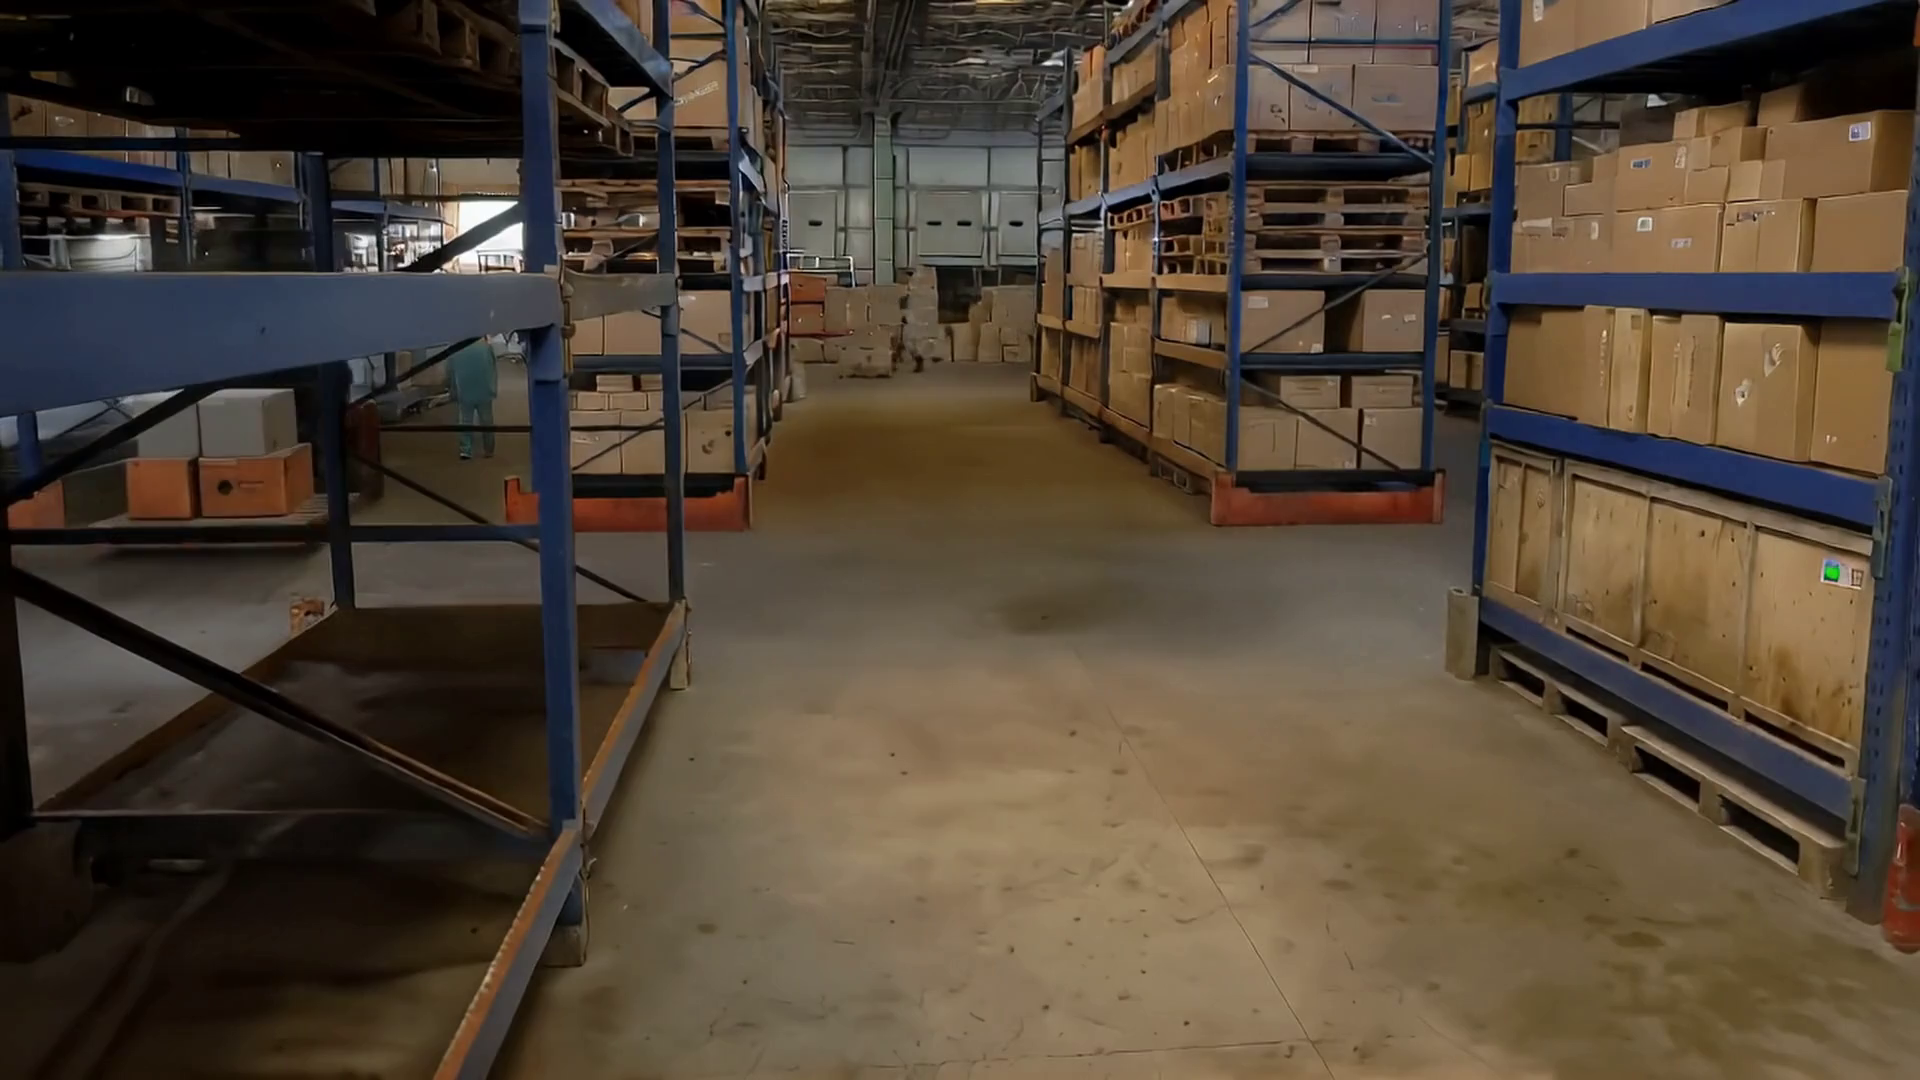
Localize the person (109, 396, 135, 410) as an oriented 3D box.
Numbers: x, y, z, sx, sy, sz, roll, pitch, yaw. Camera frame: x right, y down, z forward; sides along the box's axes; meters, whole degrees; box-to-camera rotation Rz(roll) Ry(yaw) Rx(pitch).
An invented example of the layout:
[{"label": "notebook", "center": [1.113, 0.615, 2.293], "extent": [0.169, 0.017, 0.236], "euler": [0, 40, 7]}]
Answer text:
[{"label": "person", "center": [-14.973, -3.335, 29.701], "extent": [0.538, 2.000, 0.683], "euler": [4, 10, 25]}]

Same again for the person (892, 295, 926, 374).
[{"label": "person", "center": [-1.287, -5.018, 40.651], "extent": [0.970, 1.929, 0.608], "euler": [5, 10, 28]}]

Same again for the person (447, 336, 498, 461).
[{"label": "person", "center": [-6.339, -1.984, 21.637], "extent": [0.643, 1.909, 0.410], "euler": [-5, 10, -30]}]

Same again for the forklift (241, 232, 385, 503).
[{"label": "forklift", "center": [-6.669, -1.710, 16.868], "extent": [1.129, 2.768, 1.873], "euler": [-1, 9, -4]}]

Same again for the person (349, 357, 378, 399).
[{"label": "person", "center": [-7.284, -1.626, 20.036], "extent": [0.536, 1.700, 0.318], "euler": [-6, 11, -32]}]
